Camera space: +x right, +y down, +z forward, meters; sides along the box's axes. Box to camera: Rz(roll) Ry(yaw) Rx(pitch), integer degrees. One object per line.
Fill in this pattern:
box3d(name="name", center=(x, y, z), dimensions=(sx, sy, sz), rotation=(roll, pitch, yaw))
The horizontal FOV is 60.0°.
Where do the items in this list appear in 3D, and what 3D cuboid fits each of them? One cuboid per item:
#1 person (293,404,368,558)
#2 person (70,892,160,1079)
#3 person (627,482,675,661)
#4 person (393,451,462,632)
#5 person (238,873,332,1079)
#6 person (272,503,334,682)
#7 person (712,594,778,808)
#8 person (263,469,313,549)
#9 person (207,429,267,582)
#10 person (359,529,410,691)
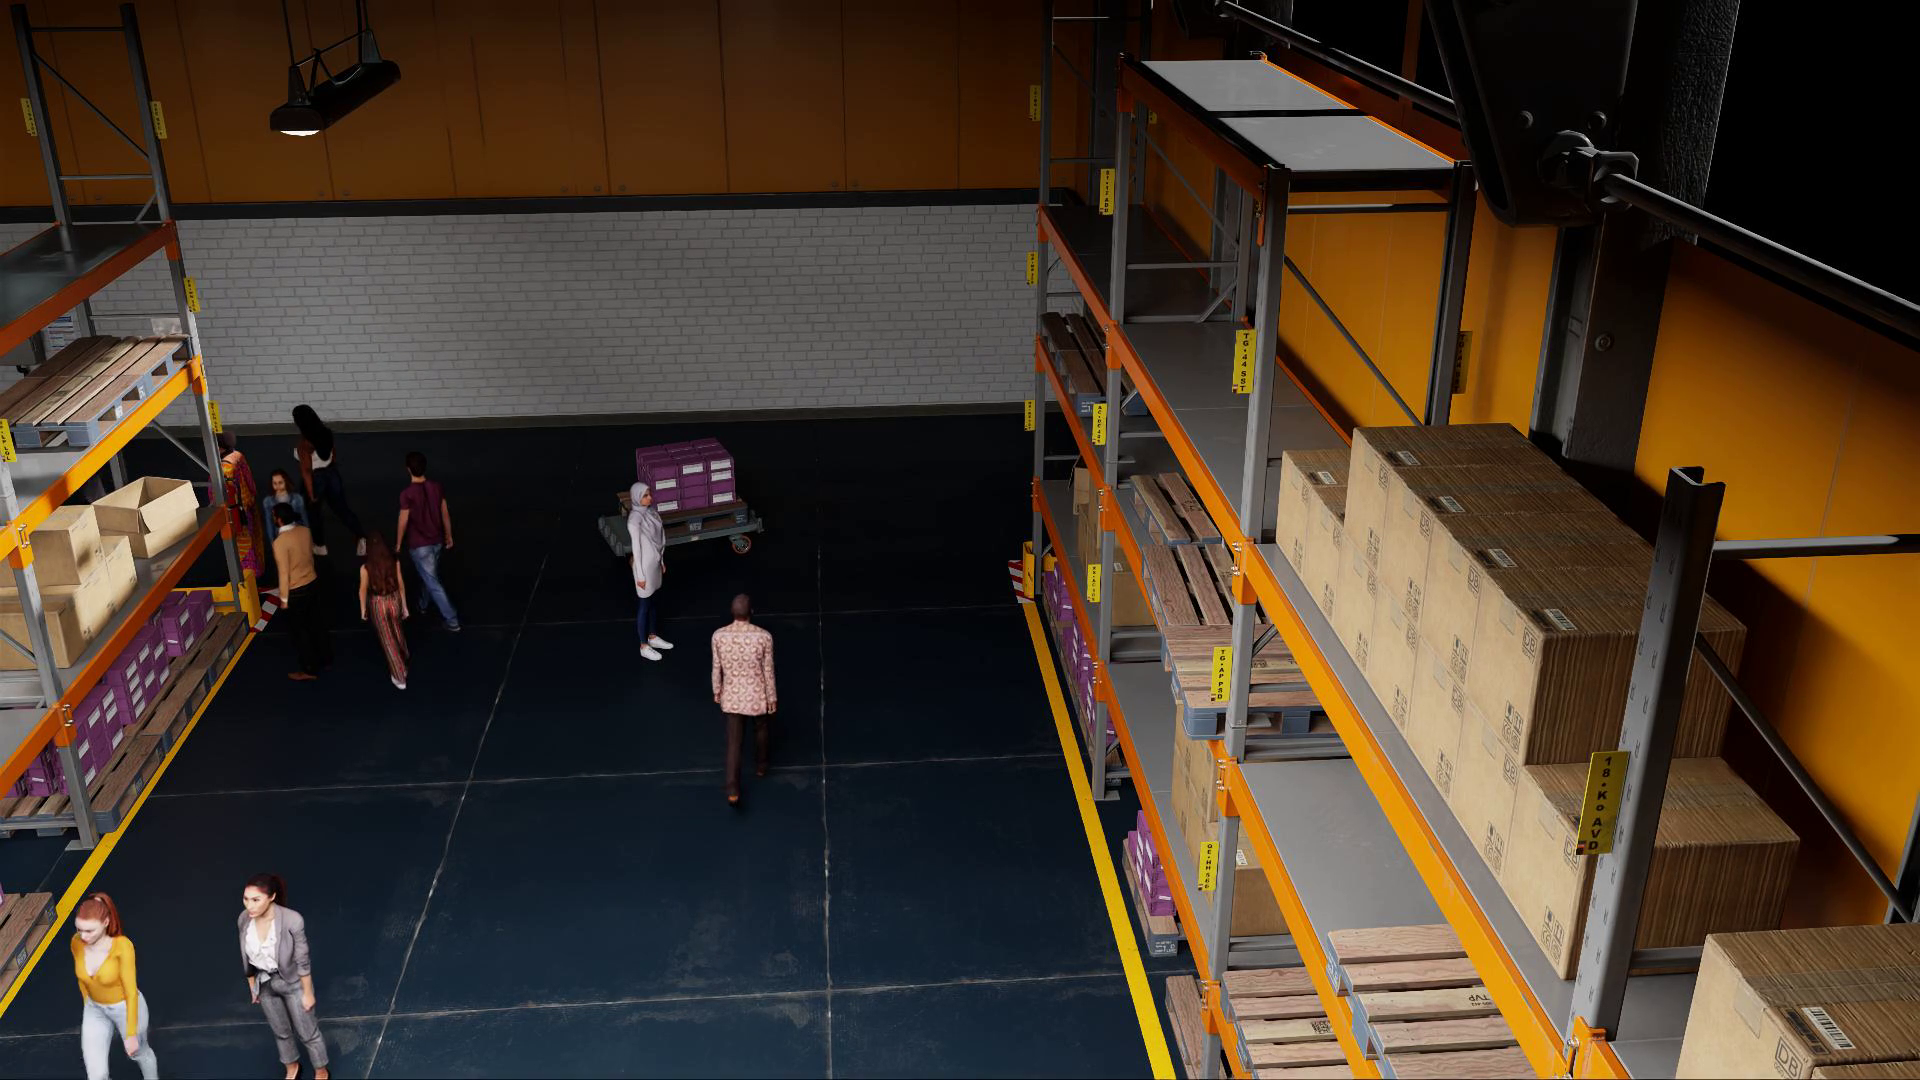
box3d(name="person", center=(-6.794, -0.590, 17.893), dimensions=(1.138, 1.776, 1.183), rotation=(13, 27, 27))
box3d(name="person", center=(-5.068, 2.838, 10.121), dimensions=(0.734, 1.720, 1.029), rotation=(3, 24, 8))
box3d(name="person", center=(-2.991, 0.275, 15.916), dimensions=(0.746, 1.775, 0.604), rotation=(8, 25, 17))
box3d(name="person", center=(-5.210, 0.056, 16.379), dimensions=(1.193, 1.805, 1.179), rotation=(16, 28, 32))
box3d(name="person", center=(-4.187, 2.772, 10.329), dimensions=(0.669, 1.675, 0.662), rotation=(4, 24, 10))
box3d(name="person", center=(-6.162, 0.465, 15.510), dimensions=(0.789, 1.753, 0.629), rotation=(6, 24, 12))
box3d(name="person", center=(-1.761, 1.323, 13.504), dimensions=(0.761, 1.787, 1.203), rotation=(0, 24, -1))
box3d(name="person", center=(-6.840, -0.043, 17.019), dimensions=(0.598, 1.473, 0.531), rotation=(-6, 24, -14))
box3d(name="person", center=(-7.686, -0.397, 17.569), dimensions=(0.702, 1.681, 0.581), rotation=(-3, 24, -7))
box3d(name="person", center=(-5.266, 0.656, 15.326), dimensions=(0.745, 1.549, 0.834), rotation=(-18, 29, -35))
